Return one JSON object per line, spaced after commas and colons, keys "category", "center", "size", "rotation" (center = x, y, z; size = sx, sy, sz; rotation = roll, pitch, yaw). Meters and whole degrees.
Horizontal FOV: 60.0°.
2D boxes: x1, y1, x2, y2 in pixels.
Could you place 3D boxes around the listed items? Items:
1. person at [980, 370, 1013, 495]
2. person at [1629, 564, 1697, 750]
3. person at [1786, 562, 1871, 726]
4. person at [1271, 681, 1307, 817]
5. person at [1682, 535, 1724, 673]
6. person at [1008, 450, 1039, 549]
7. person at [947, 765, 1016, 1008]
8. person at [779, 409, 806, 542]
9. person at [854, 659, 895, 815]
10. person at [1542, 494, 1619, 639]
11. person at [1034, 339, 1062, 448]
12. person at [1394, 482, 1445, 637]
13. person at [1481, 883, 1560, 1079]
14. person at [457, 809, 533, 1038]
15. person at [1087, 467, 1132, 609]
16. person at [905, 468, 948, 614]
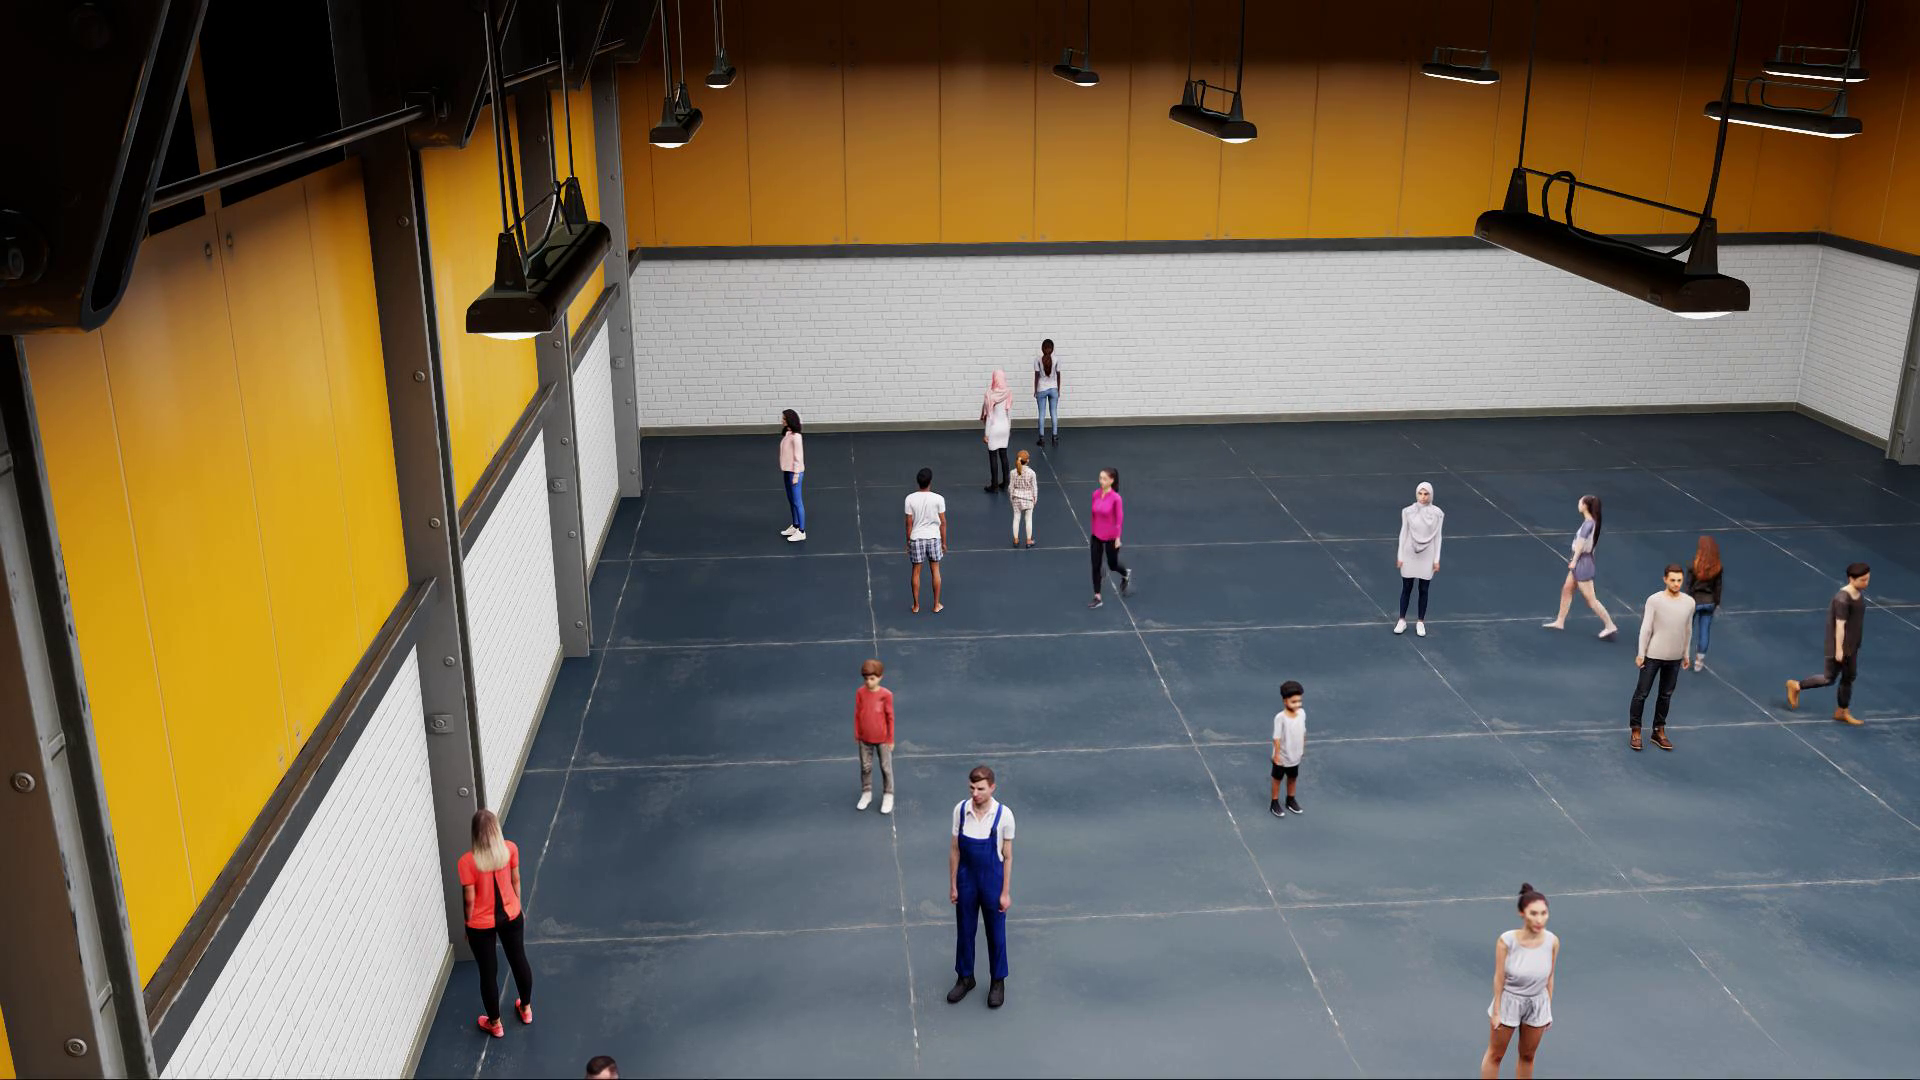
{"category": "person", "center": [0.541, -1.566, 23.935], "size": [0.740, 1.804, 0.761], "rotation": [-13, 23, -34]}
{"category": "person", "center": [6.726, 1.102, 15.915], "size": [0.672, 1.866, 0.564], "rotation": [0, 19, 0]}
{"category": "person", "center": [8.670, 0.999, 16.505], "size": [0.935, 1.684, 1.086], "rotation": [-15, 24, -37]}
{"category": "person", "center": [2.905, 1.828, 14.713], "size": [0.533, 1.257, 0.556], "rotation": [-7, 20, -21]}
{"category": "person", "center": [7.924, 0.698, 17.756], "size": [0.695, 1.457, 0.877], "rotation": [2, 19, 7]}
{"category": "person", "center": [0.818, -0.542, 21.663], "size": [0.596, 1.312, 0.610], "rotation": [5, 19, 13]}
{"category": "person", "center": [0.160, 2.449, 11.938], "size": [0.699, 1.851, 0.685], "rotation": [5, 19, 15]}
{"category": "person", "center": [-2.195, -0.867, 21.915], "size": [0.771, 1.768, 0.593], "rotation": [-7, 20, -21]}
{"category": "person", "center": [-0.753, 1.723, 14.773], "size": [0.586, 1.416, 0.574], "rotation": [5, 19, 15]}
{"category": "person", "center": [7.069, 0.331, 18.601], "size": [0.976, 1.612, 1.054], "rotation": [8, 20, 22]}
{"category": "person", "center": [1.388, -2.349, 26.391], "size": [0.579, 1.719, 0.519], "rotation": [-2, 19, -6]}
{"category": "person", "center": [5.168, 0.204, 18.724], "size": [0.687, 1.775, 0.666], "rotation": [5, 19, 16]}
{"category": "person", "center": [3.611, 2.990, 10.724], "size": [0.548, 1.600, 0.552], "rotation": [-2, 19, -5]}
{"category": "person", "center": [-3.240, 2.650, 11.588], "size": [0.678, 1.693, 0.705], "rotation": [-14, 23, -37]}
{"category": "person", "center": [1.763, -0.045, 19.612], "size": [0.960, 1.680, 1.035], "rotation": [14, 23, 36]}
{"category": "person", "center": [-0.406, 0.006, 19.375], "size": [0.652, 1.735, 0.566], "rotation": [1, 19, 2]}
